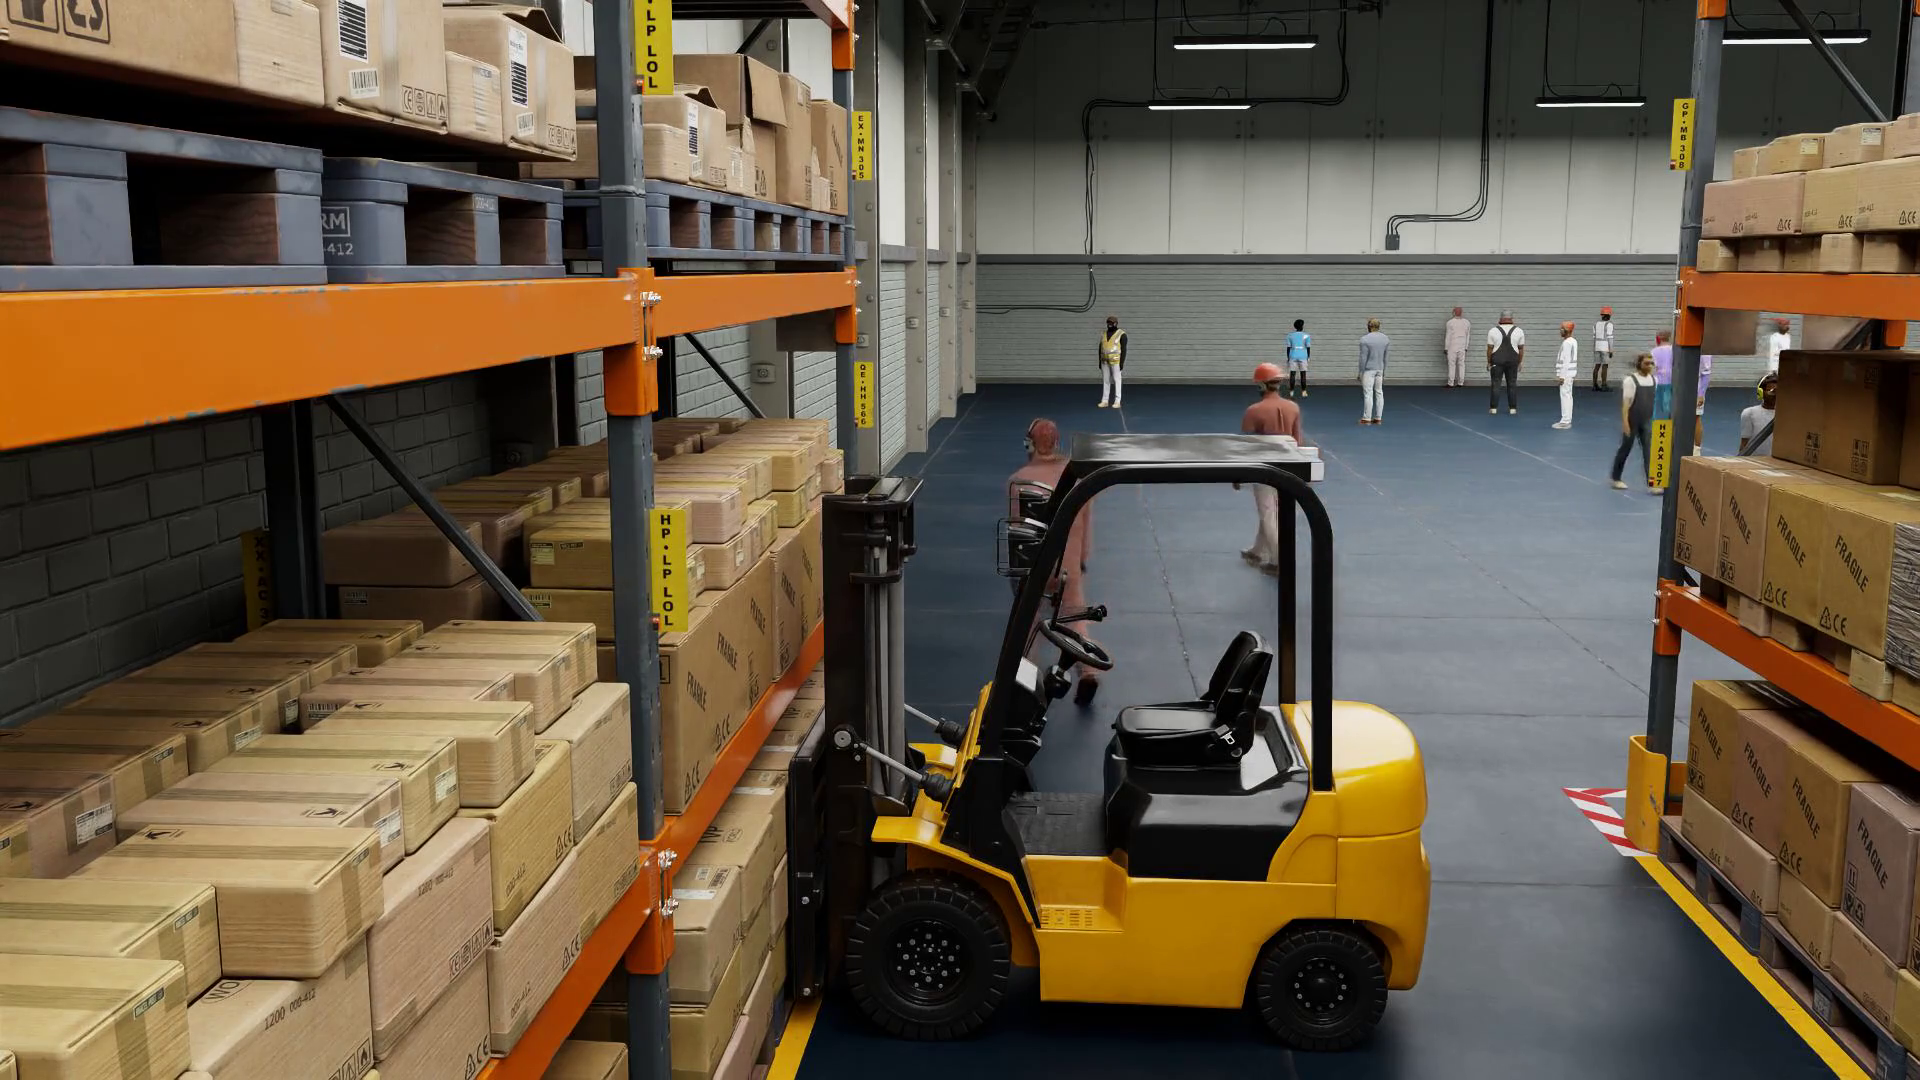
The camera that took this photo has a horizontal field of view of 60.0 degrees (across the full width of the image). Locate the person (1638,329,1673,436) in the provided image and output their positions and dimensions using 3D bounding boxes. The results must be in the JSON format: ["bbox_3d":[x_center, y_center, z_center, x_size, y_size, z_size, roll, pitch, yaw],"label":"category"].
[{"bbox_3d":[11.646,-2.581,27.547,0.576,1.822,0.778,-4,10,-21],"label":"person"}]

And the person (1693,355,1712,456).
[{"bbox_3d":[10.767,-2.190,24.501,0.393,2.044,0.609,-1,9,-8],"label":"person"}]

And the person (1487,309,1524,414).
[{"bbox_3d":[10.557,-3.470,32.269,0.684,2.000,0.535,2,10,13],"label":"person"}]

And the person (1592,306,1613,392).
[{"bbox_3d":[14.636,-4.333,37.812,0.358,1.938,0.542,-4,10,-25],"label":"person"}]

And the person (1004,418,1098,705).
[{"bbox_3d":[0.585,0.135,10.916,0.650,1.878,0.865,-3,10,-19],"label":"person"}]

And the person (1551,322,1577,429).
[{"bbox_3d":[10.668,-2.901,29.295,0.343,1.882,0.586,6,11,30],"label":"person"}]

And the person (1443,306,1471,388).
[{"bbox_3d":[11.639,-4.523,39.057,0.642,1.908,0.407,-3,10,-20],"label":"person"}]

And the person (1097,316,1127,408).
[{"bbox_3d":[3.056,-3.588,33.588,0.627,1.844,0.429,7,12,36],"label":"person"}]

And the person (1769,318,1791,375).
[{"bbox_3d":[15.756,-3.300,31.767,0.619,1.861,0.754,-5,11,-29],"label":"person"}]

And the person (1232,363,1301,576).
[{"bbox_3d":[2.834,-0.673,15.569,0.644,1.955,0.844,-5,11,-28],"label":"person"}]

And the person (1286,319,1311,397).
[{"bbox_3d":[7.391,-3.969,36.331,0.533,1.698,0.322,3,10,20],"label":"person"}]

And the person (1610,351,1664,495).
[{"bbox_3d":[8.557,-1.484,20.997,0.532,1.796,0.984,-2,10,-13],"label":"person"}]

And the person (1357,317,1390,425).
[{"bbox_3d":[7.404,-3.025,29.880,0.631,1.940,0.372,-5,11,-27],"label":"person"}]

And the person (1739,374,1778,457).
[{"bbox_3d":[7.457,-0.609,15.447,0.518,1.874,0.330,-2,10,-13],"label":"person"}]
